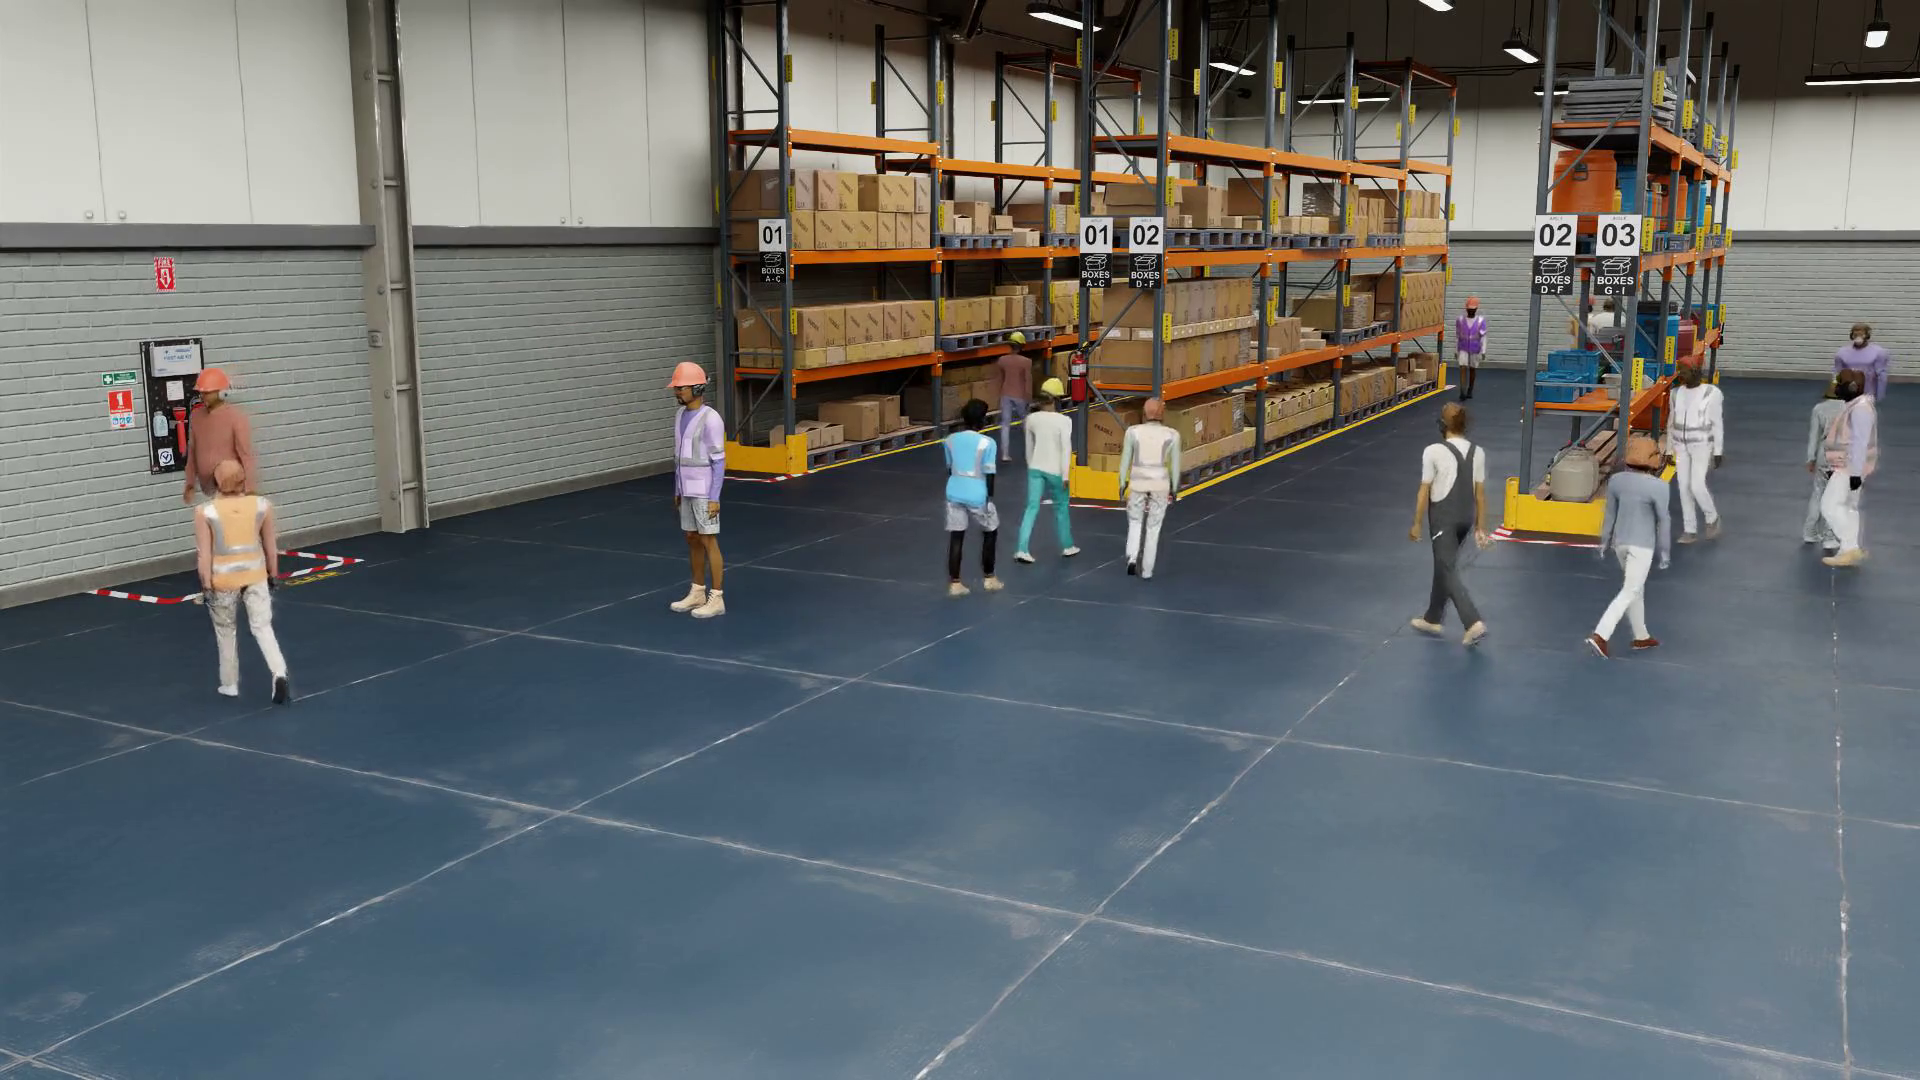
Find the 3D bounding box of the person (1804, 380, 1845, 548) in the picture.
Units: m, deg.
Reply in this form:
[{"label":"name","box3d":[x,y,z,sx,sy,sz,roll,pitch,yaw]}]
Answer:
[{"label":"person","box3d":[8.561,-0.777,16.223,0.471,1.715,0.527,-7,13,-35]}]

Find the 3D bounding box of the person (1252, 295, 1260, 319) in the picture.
[{"label":"person","box3d":[5.861,-3.850,32.540,0.415,1.871,0.612,-6,12,-30]}]

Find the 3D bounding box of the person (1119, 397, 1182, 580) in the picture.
[{"label":"person","box3d":[1.678,-0.452,14.680,0.535,1.619,0.372,2,11,11]}]

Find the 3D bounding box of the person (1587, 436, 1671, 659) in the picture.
[{"label":"person","box3d":[4.839,0.049,12.011,0.806,1.604,0.515,-6,12,-28]}]

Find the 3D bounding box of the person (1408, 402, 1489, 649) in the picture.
[{"label":"person","box3d":[3.707,-0.118,12.382,0.504,1.812,0.896,-5,11,-25]}]

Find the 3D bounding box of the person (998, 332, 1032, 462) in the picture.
[{"label":"person","box3d":[0.775,-1.938,22.505,0.531,1.733,0.838,5,11,23]}]

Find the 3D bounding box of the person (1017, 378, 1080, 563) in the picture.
[{"label":"person","box3d":[0.808,-0.648,15.492,0.536,1.722,0.898,7,13,34]}]

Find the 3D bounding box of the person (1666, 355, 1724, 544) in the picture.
[{"label":"person","box3d":[7.223,-0.890,16.408,0.438,1.868,0.614,-6,12,-31]}]

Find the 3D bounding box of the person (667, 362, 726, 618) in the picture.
[{"label":"person","box3d":[-2.113,-0.396,13.240,0.394,2.042,0.611,-8,13,-38]}]

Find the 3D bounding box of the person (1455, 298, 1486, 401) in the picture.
[{"label":"person","box3d":[9.433,-3.525,30.748,0.564,1.887,1.011,4,11,20]}]

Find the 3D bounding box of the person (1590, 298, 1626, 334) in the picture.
[{"label":"person","box3d":[11.459,-3.316,29.454,0.635,1.936,0.353,7,13,34]}]

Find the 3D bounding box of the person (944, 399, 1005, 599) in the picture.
[{"label":"person","box3d":[0.134,-0.357,14.025,0.550,1.667,0.684,6,12,32]}]

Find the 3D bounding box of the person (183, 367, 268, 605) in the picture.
[{"label":"person","box3d":[-6.152,-0.489,13.989,0.622,1.963,0.921,5,12,26]}]

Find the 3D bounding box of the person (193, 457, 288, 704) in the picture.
[{"label":"person","box3d":[-4.638,0.274,10.776,0.526,1.614,0.740,-9,14,-41]}]

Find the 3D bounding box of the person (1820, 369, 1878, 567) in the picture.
[{"label":"person","box3d":[8.107,-0.645,15.195,0.442,1.827,0.638,4,11,22]}]

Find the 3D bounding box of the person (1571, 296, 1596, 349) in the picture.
[{"label":"person","box3d":[11.650,-3.566,30.870,0.750,1.912,0.580,-8,13,-36]}]

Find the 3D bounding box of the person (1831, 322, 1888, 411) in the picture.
[{"label":"person","box3d":[11.616,-1.856,21.522,0.657,1.925,0.497,9,14,42]}]
